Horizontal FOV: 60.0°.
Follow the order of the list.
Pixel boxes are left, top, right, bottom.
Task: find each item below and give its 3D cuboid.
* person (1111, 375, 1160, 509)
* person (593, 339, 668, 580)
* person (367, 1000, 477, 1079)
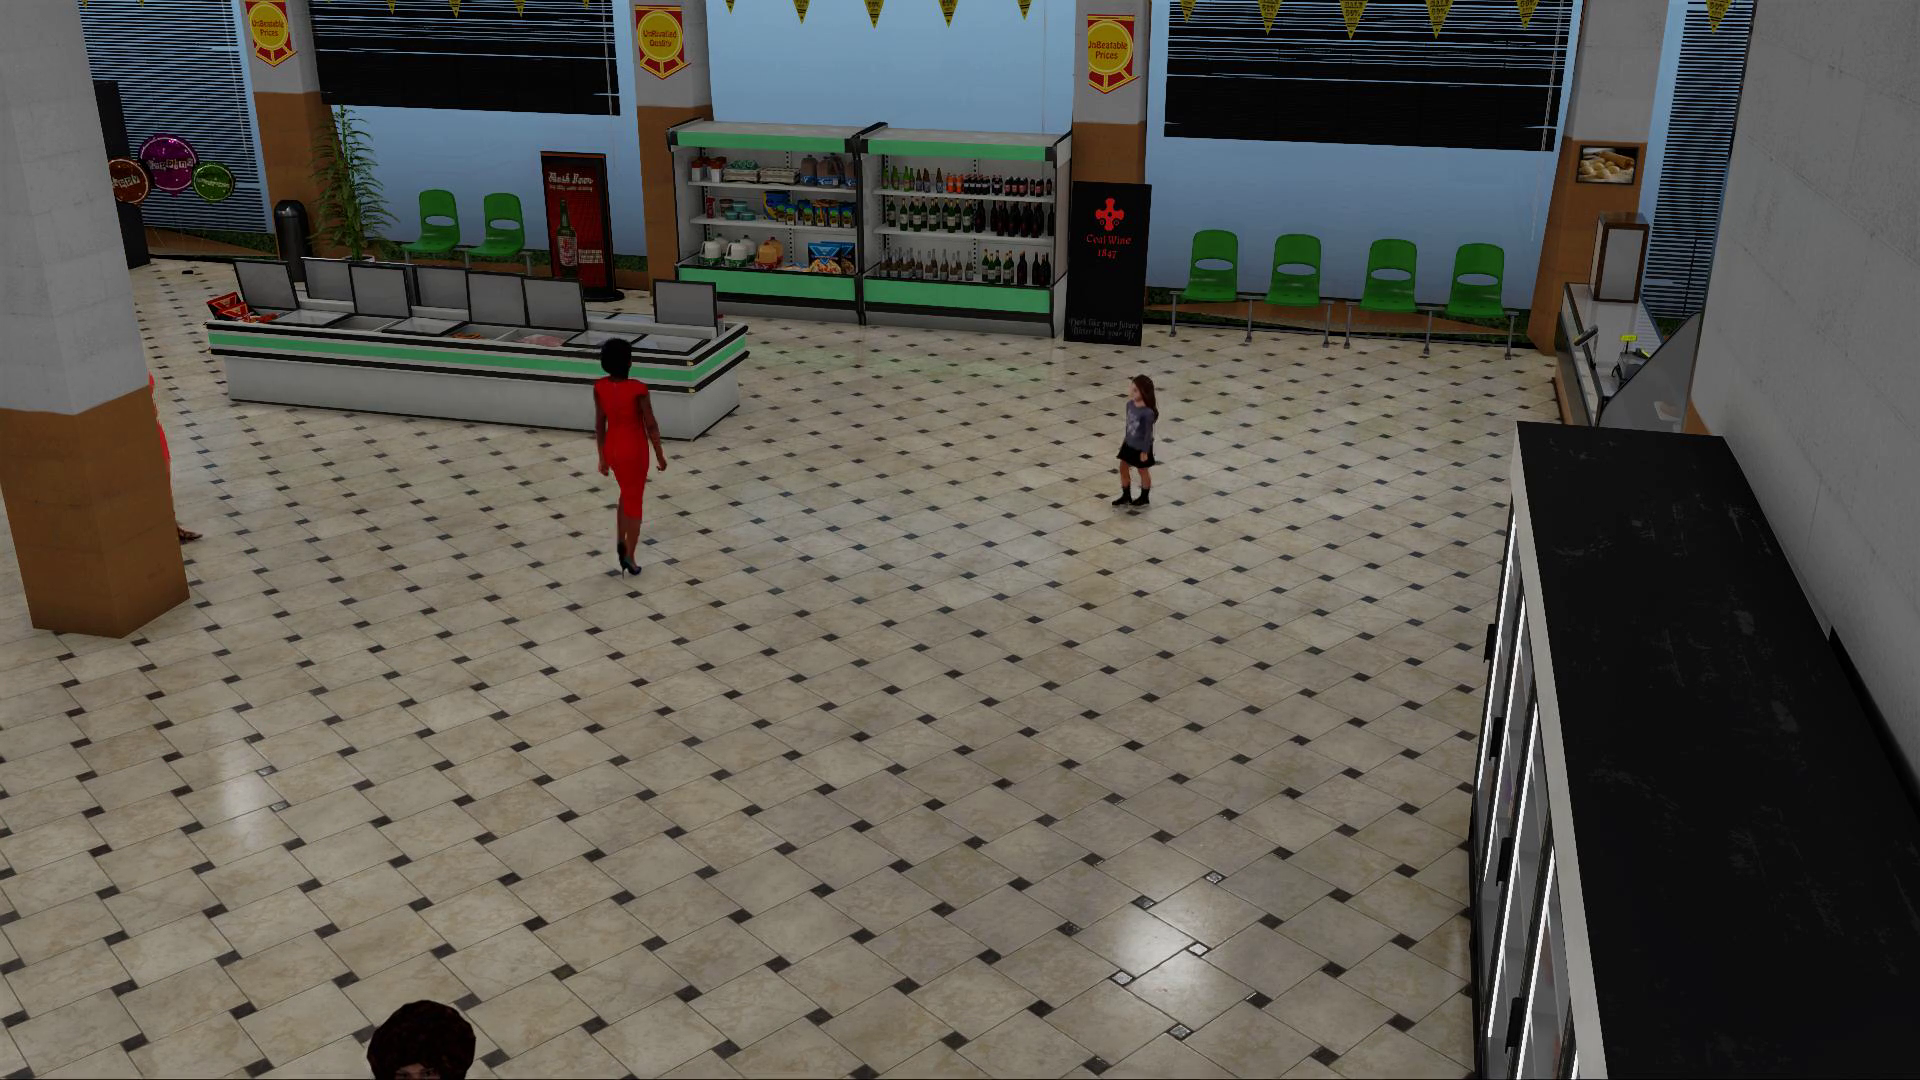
[{"bbox_3d":[1.452,-0.780,13.131,0.669,1.096,0.607,-14,26,-32],"label":"person"},{"bbox_3d":[-2.374,-0.538,11.676,0.573,1.733,0.661,8,23,20],"label":"person"},{"bbox_3d":[-1.549,2.136,5.051,0.598,1.710,0.714,-5,22,-13],"label":"person"}]
